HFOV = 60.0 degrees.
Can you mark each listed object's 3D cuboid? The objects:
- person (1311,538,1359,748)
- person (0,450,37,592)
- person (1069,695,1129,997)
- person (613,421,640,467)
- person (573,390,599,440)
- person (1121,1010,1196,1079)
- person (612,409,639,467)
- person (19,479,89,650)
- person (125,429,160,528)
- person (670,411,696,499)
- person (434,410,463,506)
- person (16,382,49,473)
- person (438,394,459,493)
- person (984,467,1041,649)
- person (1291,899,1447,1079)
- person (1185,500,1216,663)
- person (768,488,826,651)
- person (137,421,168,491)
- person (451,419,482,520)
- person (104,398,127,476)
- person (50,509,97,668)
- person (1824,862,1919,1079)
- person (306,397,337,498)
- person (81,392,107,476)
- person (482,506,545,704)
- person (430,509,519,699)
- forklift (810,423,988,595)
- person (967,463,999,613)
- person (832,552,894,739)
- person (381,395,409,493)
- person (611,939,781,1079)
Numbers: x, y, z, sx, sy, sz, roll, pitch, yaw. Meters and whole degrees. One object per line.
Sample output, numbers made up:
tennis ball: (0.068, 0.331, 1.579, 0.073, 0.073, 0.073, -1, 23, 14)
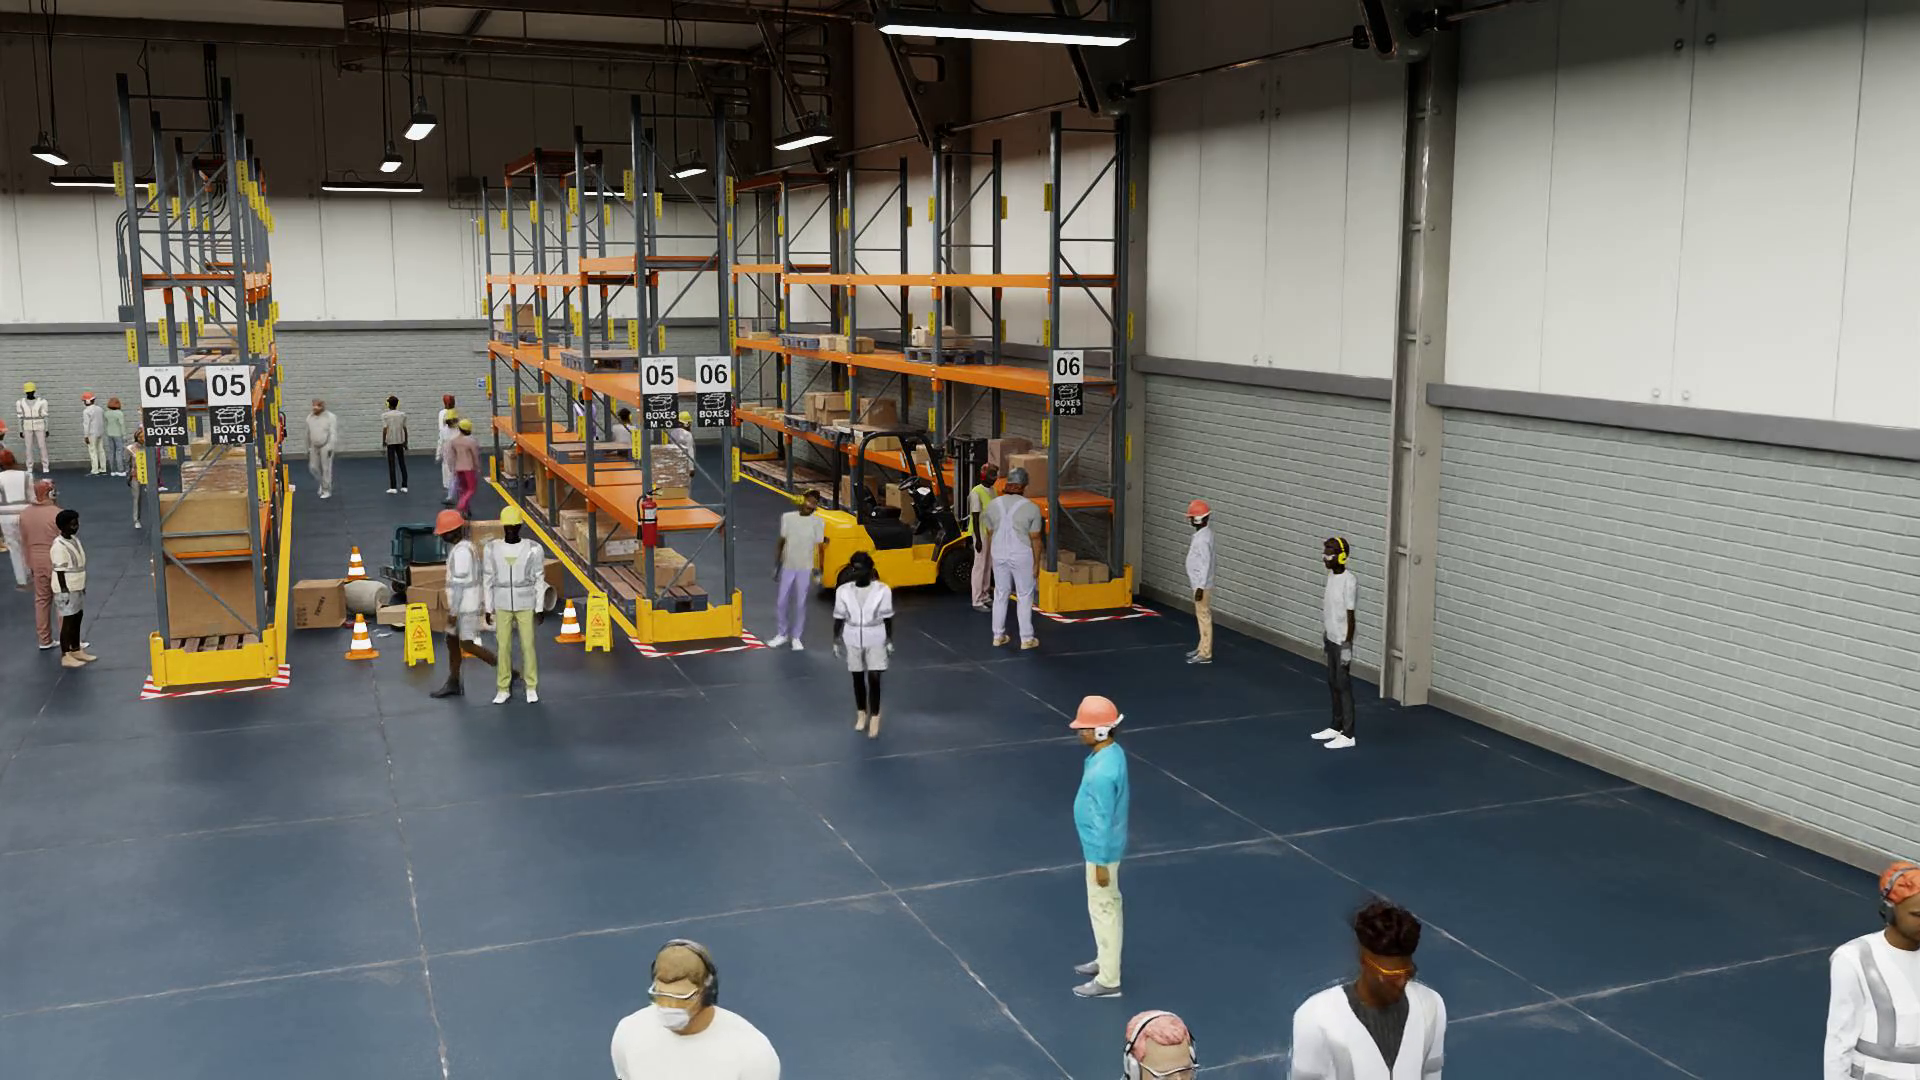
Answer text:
person: (3.317, 0.894, 14.603, 0.319, 1.861, 0.515, -2, 9, -10)
person: (-12.485, -0.262, 21.848, 0.810, 1.855, 0.601, 8, 12, 40)
person: (0.795, 1.746, 9.583, 0.341, 1.745, 0.560, 1, 9, 9)
person: (-5.948, -1.383, 29.628, 0.507, 1.634, 0.280, 1, 9, 8)
person: (-7.533, -2.097, 33.473, 0.429, 1.842, 0.635, 8, 12, 41)
person: (0.609, 2.370, 5.151, 0.642, 1.909, 0.408, -5, 10, -28)
person: (-5.926, -1.413, 29.344, 0.549, 1.795, 1.076, 0, 9, 0)
person: (-9.983, 0.275, 18.324, 0.642, 1.913, 0.409, 2, 9, 14)
person: (-13.394, -1.005, 27.272, 0.520, 1.633, 0.316, -6, 11, -34)
person: (-4.713, -1.281, 28.408, 0.404, 1.824, 0.591, -8, 12, -41)
person: (-9.157, -1.474, 29.947, 0.530, 1.720, 0.913, 4, 10, 23)
person: (-19.380, -2.343, 34.798, 0.584, 1.917, 0.402, -3, 10, -19)
person: (-9.736, -1.834, 31.706, 0.359, 1.880, 0.575, -6, 11, -35)
person: (0.637, 0.182, 18.499, 0.677, 2.000, 0.535, 5, 10, 29)
person: (1.465, 2.207, 6.131, 0.601, 1.932, 0.883, -3, 9, -16)
person: (2.559, 0.442, 17.773, 0.339, 1.748, 0.564, 2, 9, 10)
person: (-1.779, 0.323, 18.315, 0.630, 1.814, 0.339, 1, 9, 8)
person: (-15.505, -1.744, 31.901, 0.507, 1.631, 0.278, 1, 9, 5)
person: (-8.403, -1.201, 28.194, 0.537, 1.727, 0.664, 5, 10, 27)
person: (-17.421, -2.124, 34.324, 0.498, 1.628, 0.277, 4, 10, 21)
person: (-9.395, 0.510, 17.554, 0.320, 1.686, 0.539, -2, 9, -10)
person: (3.617, 2.168, 6.494, 0.583, 1.882, 0.338, -3, 10, -19)
person: (-11.883, -1.713, 30.935, 0.643, 1.887, 0.460, 2, 9, 10)
person: (-17.921, -2.189, 34.361, 0.349, 1.743, 0.563, 1, 9, 7)
person: (-4.305, 0.623, 16.073, 0.587, 1.930, 0.362, -1, 9, -7)
person: (-4.758, 0.623, 16.208, 0.760, 1.901, 0.558, -4, 10, -25)
forklift: (-0.830, -0.399, 21.676, 2.313, 2.155, 1.214, -4, 10, -21)
person: (0.302, -0.037, 20.518, 0.390, 1.838, 0.563, 4, 10, 24)
person: (-0.882, 0.940, 14.874, 0.553, 1.668, 0.710, 1, 9, 8)
person: (-10.754, -1.816, 31.619, 0.538, 1.869, 0.313, -8, 12, -43)
person: (-0.905, 2.273, 5.705, 0.633, 1.930, 0.369, 3, 10, 21)
